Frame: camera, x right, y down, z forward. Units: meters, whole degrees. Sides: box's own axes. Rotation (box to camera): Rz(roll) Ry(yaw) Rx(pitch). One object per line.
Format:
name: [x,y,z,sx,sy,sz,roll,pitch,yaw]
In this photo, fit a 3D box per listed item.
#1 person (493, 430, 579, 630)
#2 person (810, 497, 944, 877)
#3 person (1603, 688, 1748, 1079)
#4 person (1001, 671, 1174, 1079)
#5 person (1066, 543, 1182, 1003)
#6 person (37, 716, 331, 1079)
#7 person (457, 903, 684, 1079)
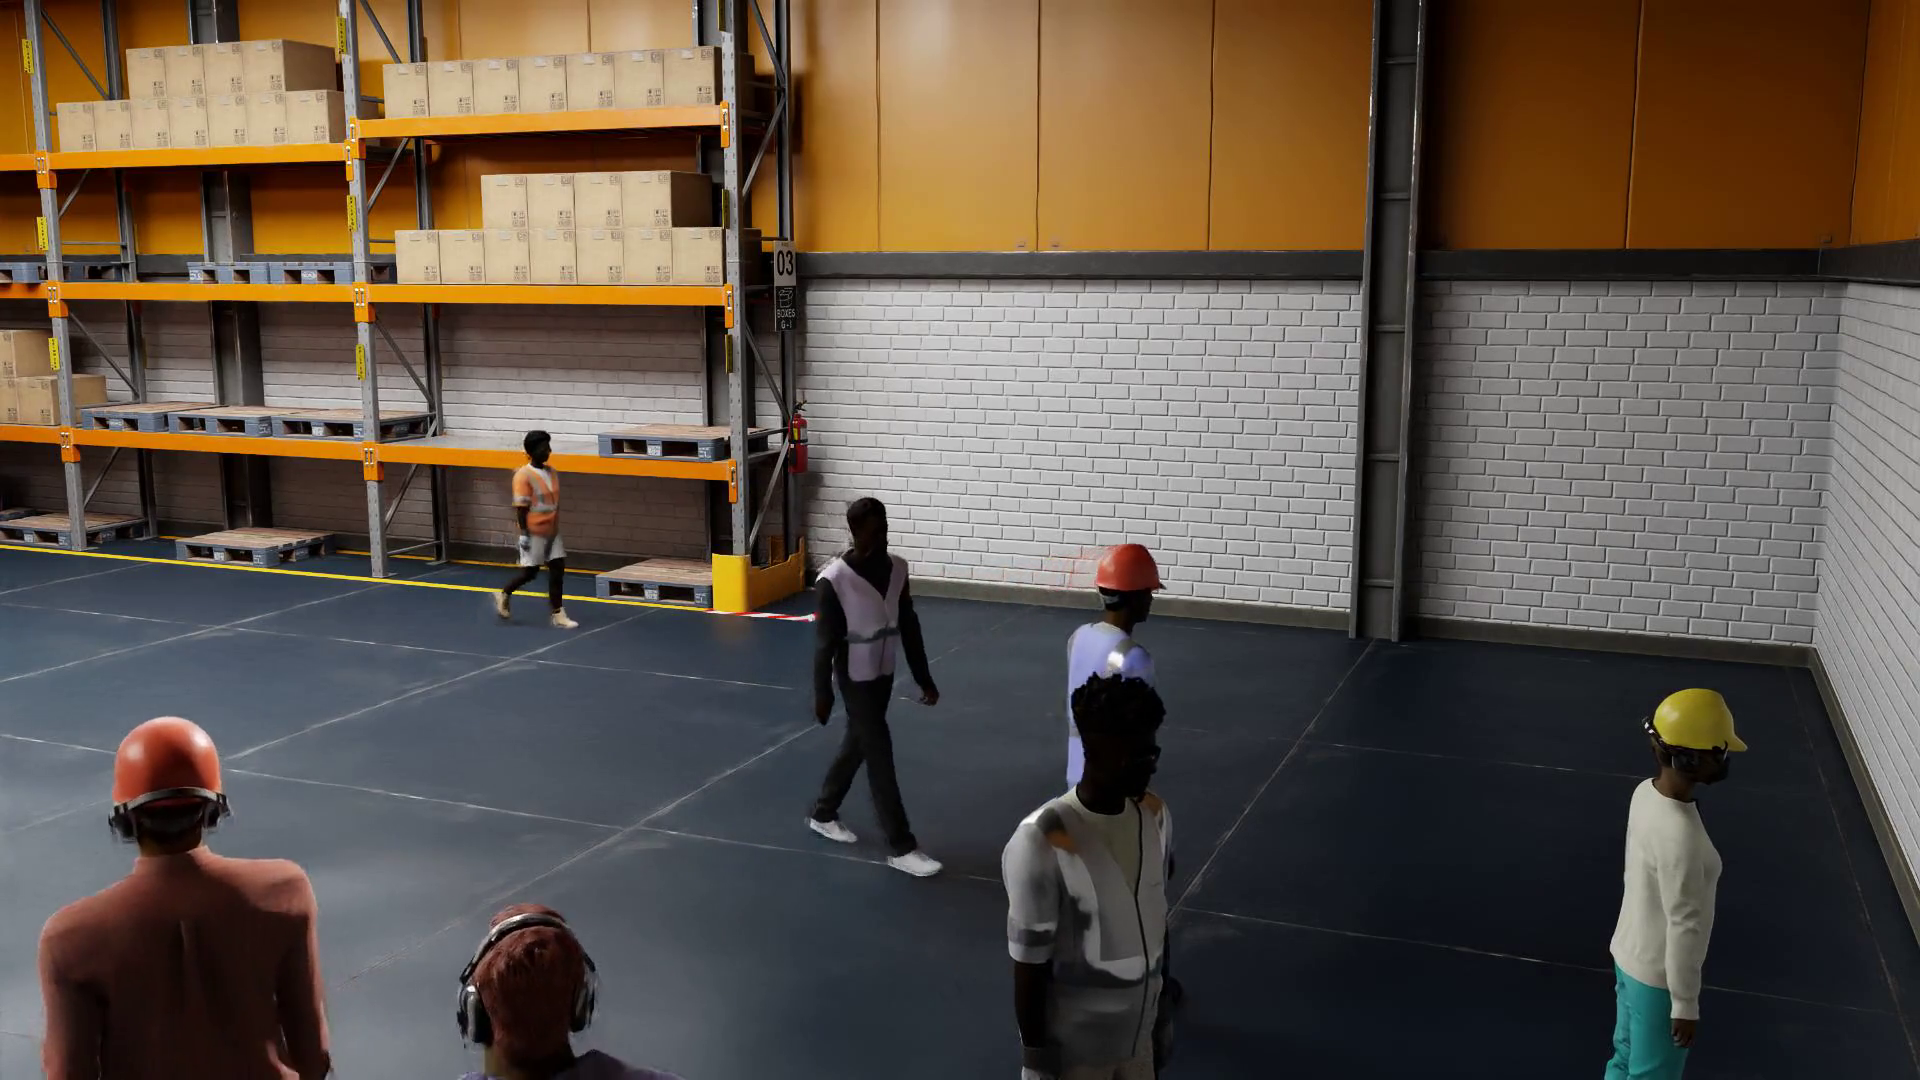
person: [-3.536,-0.091,13.785,0.707,1.674,0.541,4,10,23]
person: [-0.459,0.705,8.422,0.986,1.873,0.593,7,11,35]
person: [2.152,1.309,5.044,0.328,1.767,0.532,2,10,10]
person: [0.369,1.306,4.482,0.605,1.958,0.365,-9,13,-43]
person: [0.669,0.960,6.707,0.669,1.913,0.562,-6,11,-31]
person: [-1.774,1.390,3.898,0.621,1.977,0.534,-6,11,-33]
person: [-0.728,1.595,2.967,0.653,1.885,0.751,-4,10,-24]
